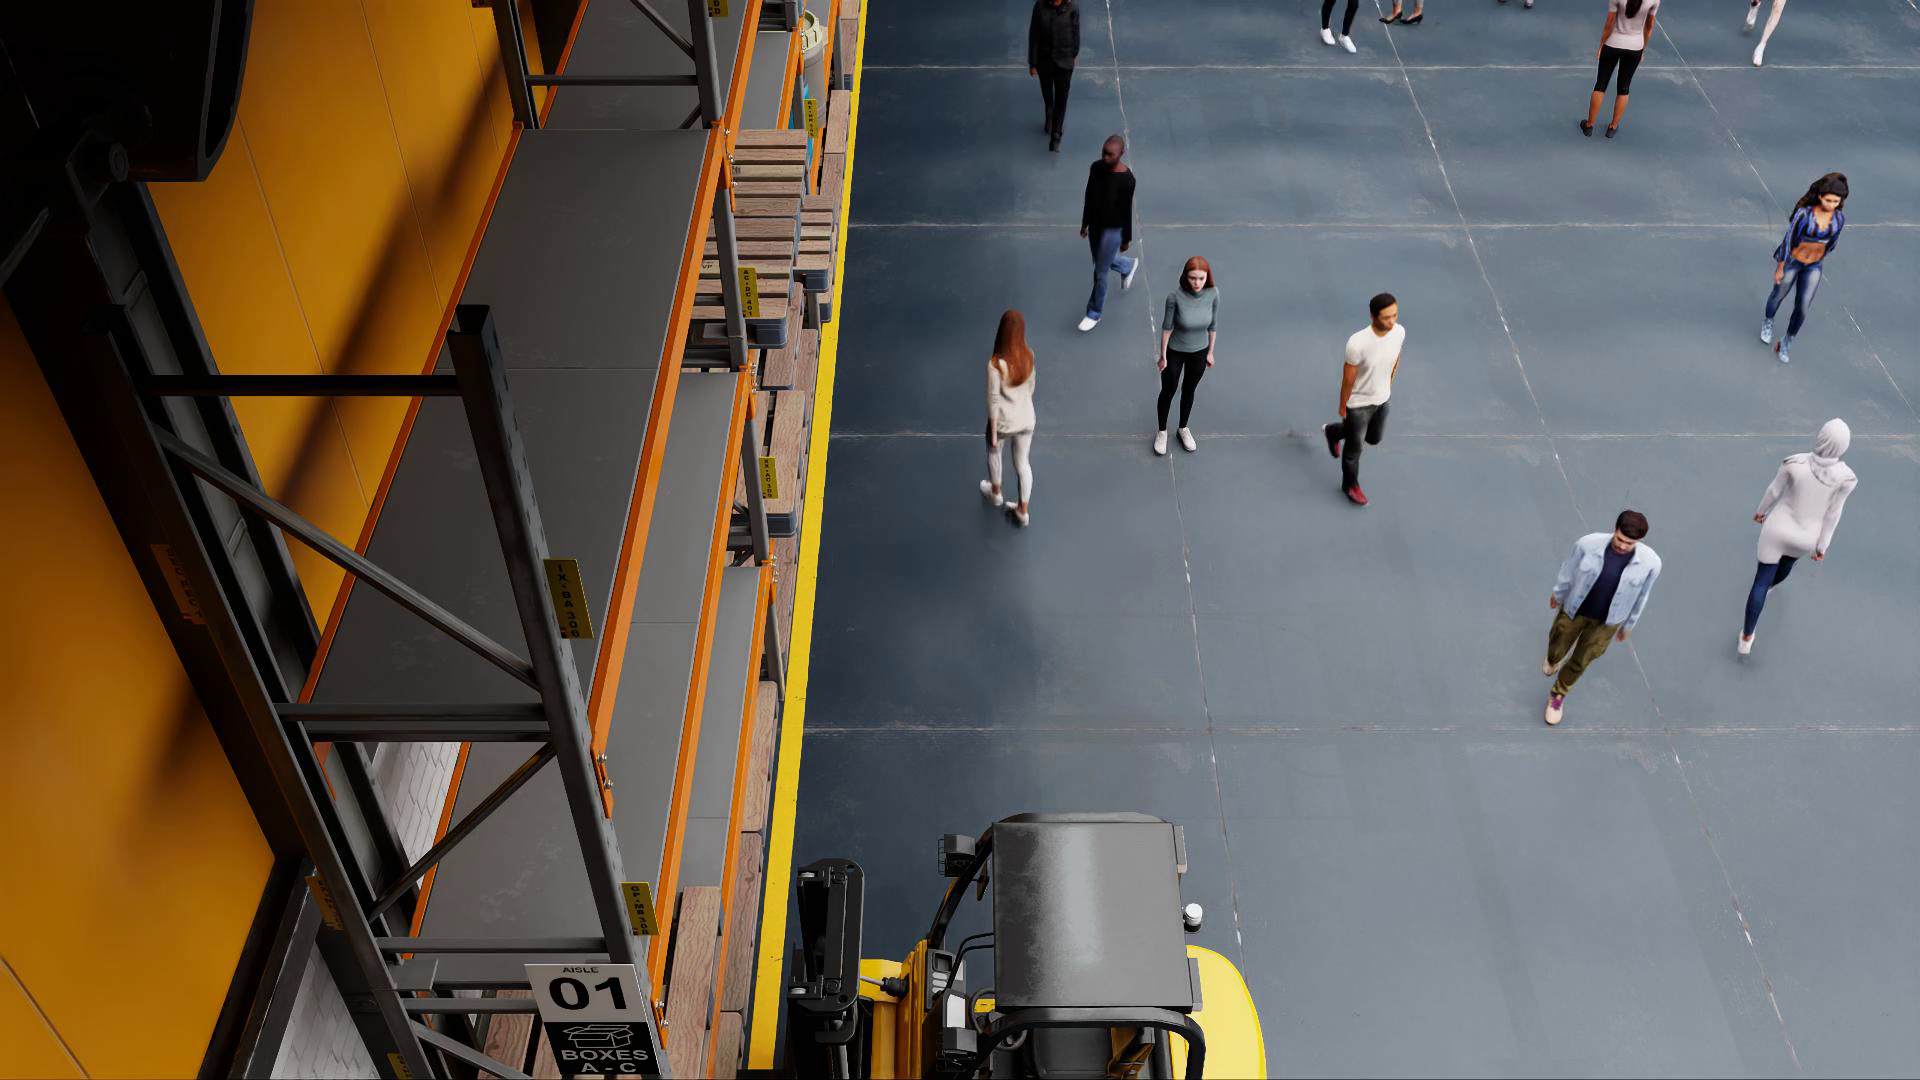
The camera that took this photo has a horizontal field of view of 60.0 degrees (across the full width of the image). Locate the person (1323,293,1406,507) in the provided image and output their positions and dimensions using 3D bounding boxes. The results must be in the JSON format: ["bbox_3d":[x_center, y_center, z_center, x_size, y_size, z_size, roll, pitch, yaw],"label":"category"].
[{"bbox_3d":[2.892,-1.084,12.084,0.880,1.786,1.024,-20,47,-20],"label":"person"}]

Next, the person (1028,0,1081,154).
[{"bbox_3d":[0.892,-4.638,15.859,0.693,1.725,1.094,3,44,4],"label":"person"}]

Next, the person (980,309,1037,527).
[{"bbox_3d":[0.397,-0.799,11.867,0.790,1.674,0.893,-25,49,-24],"label":"person"}]

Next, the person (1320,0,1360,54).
[{"bbox_3d":[3.931,-5.979,17.267,0.722,1.725,0.864,-12,45,-13],"label":"person"}]

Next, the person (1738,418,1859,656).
[{"bbox_3d":[5.456,0.018,10.975,0.973,1.721,1.240,19,47,19],"label":"person"}]

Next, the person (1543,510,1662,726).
[{"bbox_3d":[4.022,0.413,10.512,0.873,1.788,0.966,18,47,18],"label":"person"}]

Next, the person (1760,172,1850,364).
[{"bbox_3d":[6.775,-2.261,13.453,0.692,1.603,0.779,7,44,8],"label":"person"}]

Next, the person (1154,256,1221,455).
[{"bbox_3d":[1.693,-1.387,12.435,0.603,1.742,0.552,-5,44,-5],"label":"person"}]

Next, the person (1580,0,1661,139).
[{"bbox_3d":[6.328,-4.685,15.892,0.651,1.748,0.610,8,44,9],"label":"person"}]

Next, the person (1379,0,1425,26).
[{"bbox_3d":[4.933,-6.221,17.569,0.805,1.659,0.736,18,46,18],"label":"person"}]

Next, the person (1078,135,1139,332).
[{"bbox_3d":[1.256,-2.599,13.718,1.030,1.726,1.085,34,53,30],"label":"person"}]
